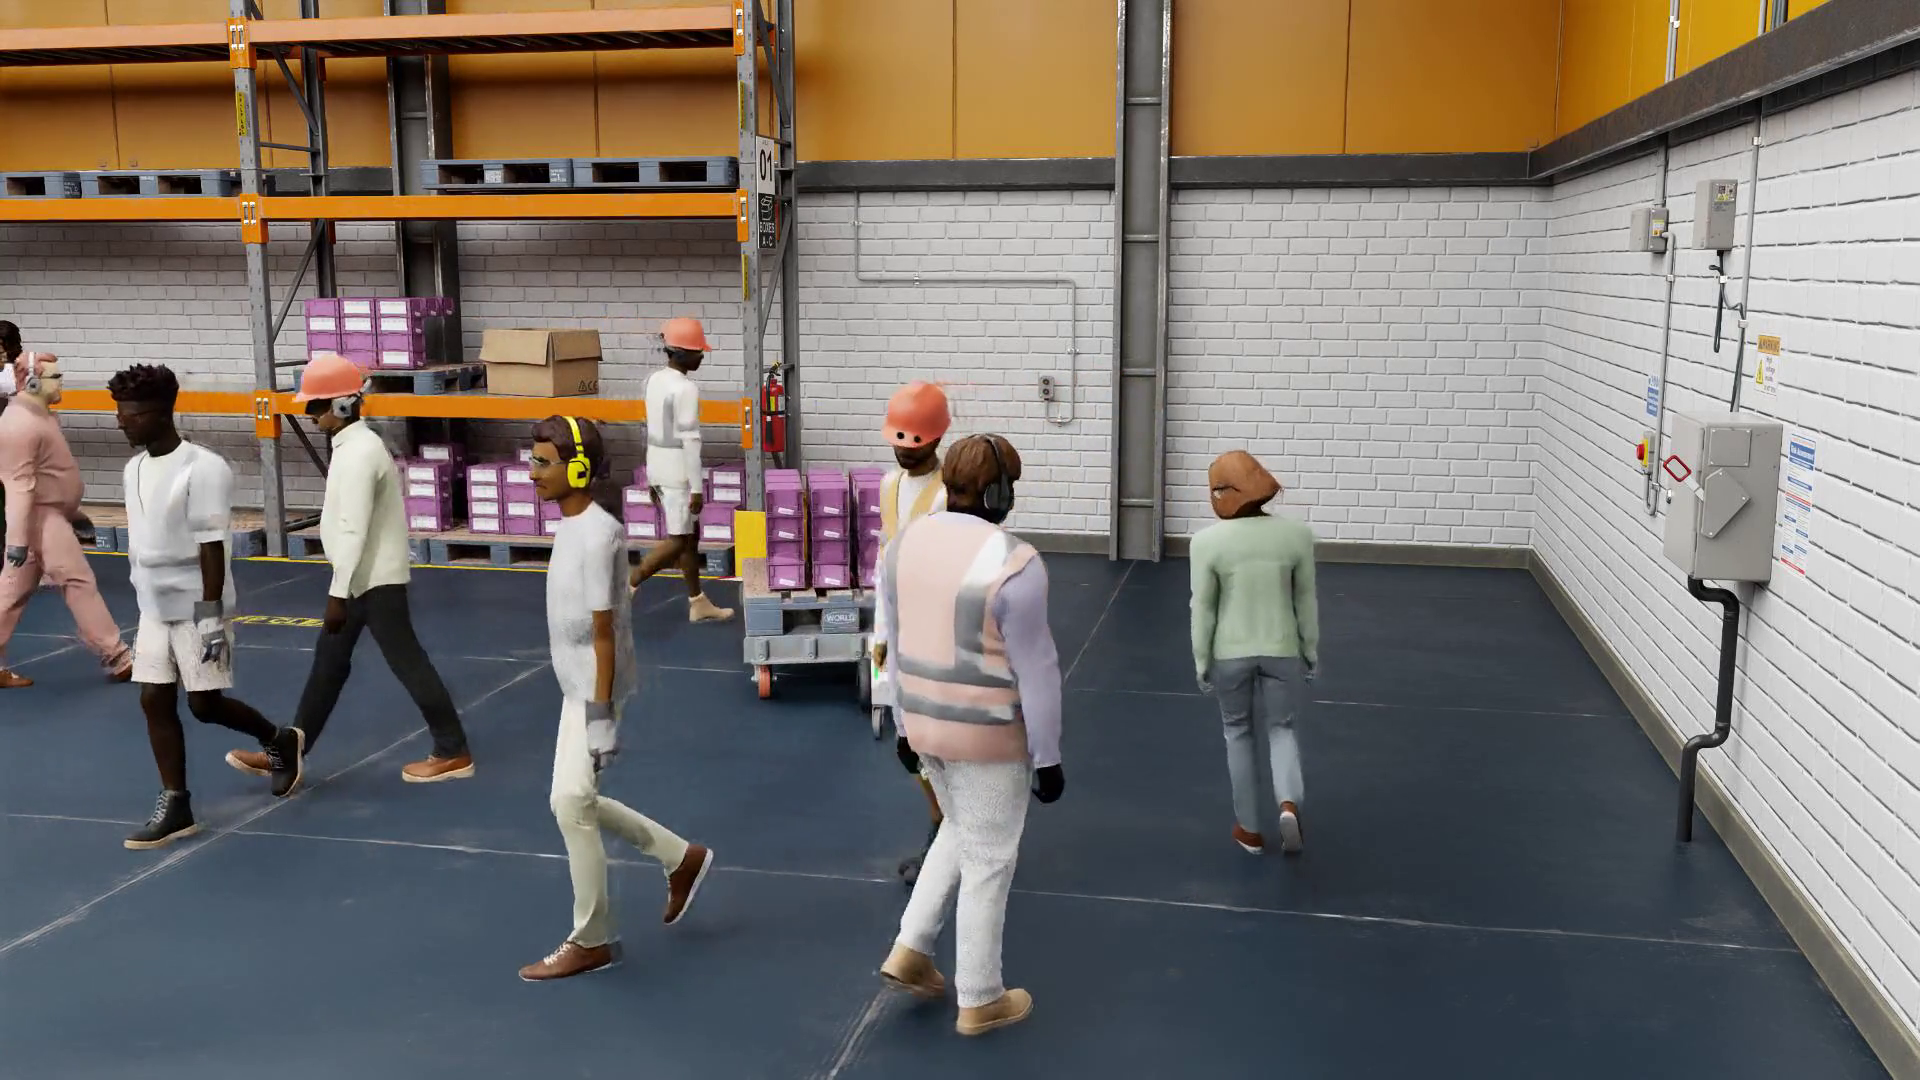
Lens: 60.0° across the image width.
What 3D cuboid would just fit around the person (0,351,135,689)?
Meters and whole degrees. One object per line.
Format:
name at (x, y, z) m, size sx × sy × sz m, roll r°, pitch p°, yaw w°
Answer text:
person at (-4.955, -0.099, 9.078) m, size 1.010 × 1.853 × 0.646 m, roll -5°, pitch 11°, yaw -29°

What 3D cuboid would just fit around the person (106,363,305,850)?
person at (-3.088, 0.244, 6.746) m, size 0.627 × 1.937 × 0.708 m, roll 5°, pitch 11°, yaw 28°

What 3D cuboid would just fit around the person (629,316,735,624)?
person at (-1.857, -0.400, 10.460) m, size 0.908 × 2.005 × 0.631 m, roll -6°, pitch 11°, yaw -33°

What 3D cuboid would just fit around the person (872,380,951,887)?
person at (-0.155, 0.354, 6.193) m, size 0.509 × 1.899 × 0.571 m, roll -6°, pitch 11°, yaw -34°

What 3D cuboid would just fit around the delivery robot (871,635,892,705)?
delivery robot at (-0.275, 0.618, 8.368) m, size 0.477 × 0.478 × 0.707 m, roll 0°, pitch 9°, yaw -2°

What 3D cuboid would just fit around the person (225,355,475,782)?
person at (-2.674, 0.160, 7.278) m, size 1.047 × 1.923 × 0.629 m, roll -4°, pitch 10°, yaw -22°

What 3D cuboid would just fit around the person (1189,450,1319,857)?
person at (1.145, 0.458, 6.413) m, size 0.527 × 1.609 × 0.531 m, roll 0°, pitch 9°, yaw -1°

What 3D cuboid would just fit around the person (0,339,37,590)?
person at (-6.689, -0.503, 11.527) m, size 0.344 × 1.846 × 0.506 m, roll -3°, pitch 10°, yaw -16°

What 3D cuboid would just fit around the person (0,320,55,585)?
person at (-6.832, -0.612, 11.963) m, size 0.596 × 1.918 × 0.379 m, roll 3°, pitch 10°, yaw 18°

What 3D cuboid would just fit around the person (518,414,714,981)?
person at (-1.147, 0.507, 5.445) m, size 0.600 × 1.855 × 0.521 m, roll -4°, pitch 10°, yaw -25°

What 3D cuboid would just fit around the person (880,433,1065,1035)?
person at (0.047, 0.591, 5.006) m, size 0.442 × 1.831 × 0.630 m, roll -8°, pitch 12°, yaw -40°
